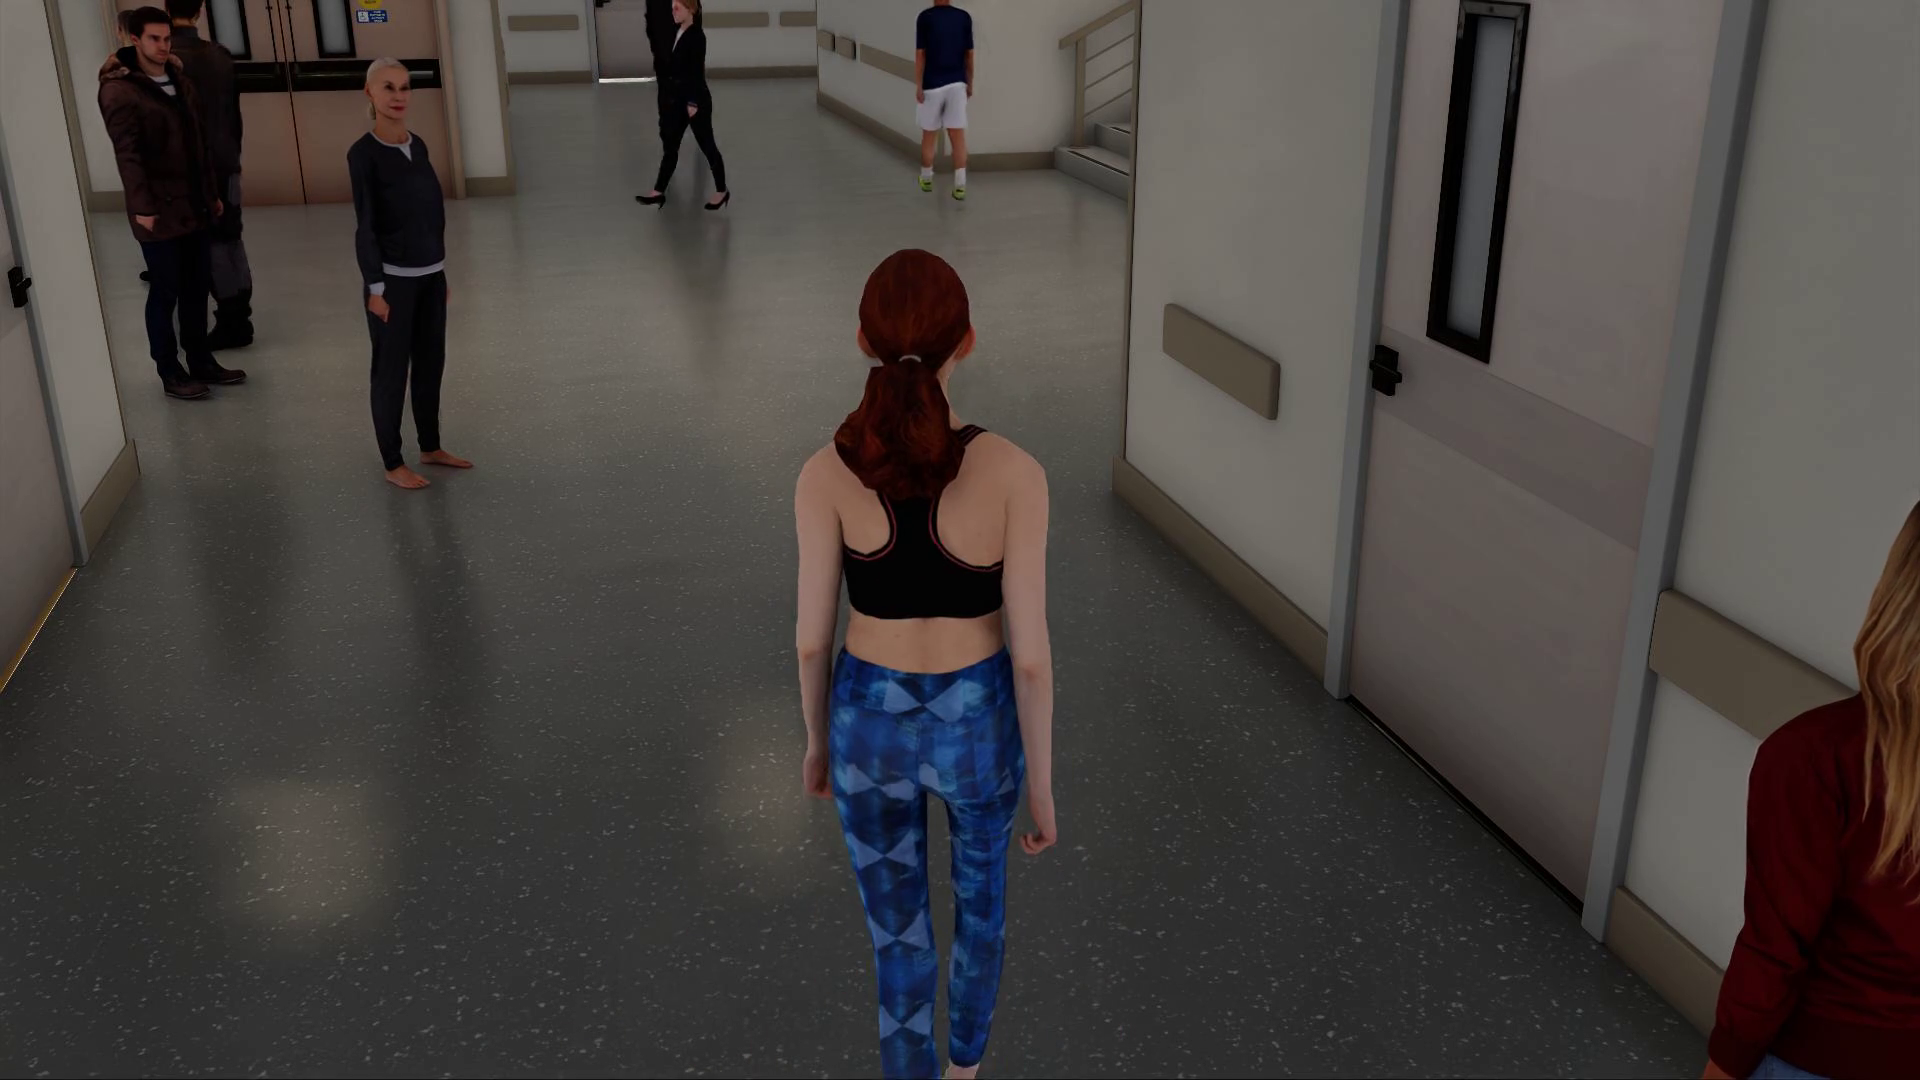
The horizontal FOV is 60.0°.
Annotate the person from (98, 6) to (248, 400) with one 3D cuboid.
[{"bbox_3d":[-3.852,-1.637,8.096,0.865,1.844,0.865,6,21,14],"label":"person"}]

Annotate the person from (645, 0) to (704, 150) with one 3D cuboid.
[{"bbox_3d":[-2.842,-4.778,16.419,1.149,1.823,1.082,2,21,6],"label":"person"}]

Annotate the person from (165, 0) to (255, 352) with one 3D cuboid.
[{"bbox_3d":[-4.076,-2.004,8.970,0.962,1.910,0.923,5,21,13],"label":"person"}]

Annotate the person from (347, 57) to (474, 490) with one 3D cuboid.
[{"bbox_3d":[-2.294,-1.103,6.854,0.717,1.726,0.680,9,22,22],"label":"person"}]

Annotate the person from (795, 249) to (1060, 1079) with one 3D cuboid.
[{"bbox_3d":[-0.057,0.437,2.719,0.684,1.774,0.739,0,21,0],"label":"person"}]

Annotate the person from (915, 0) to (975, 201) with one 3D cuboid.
[{"bbox_3d":[-0.105,-3.614,13.394,1.126,1.788,0.743,-5,21,-12],"label":"person"}]

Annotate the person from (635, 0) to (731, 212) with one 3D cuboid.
[{"bbox_3d":[-2.004,-3.364,12.929,1.124,1.649,0.904,-15,26,-35],"label":"person"}]
